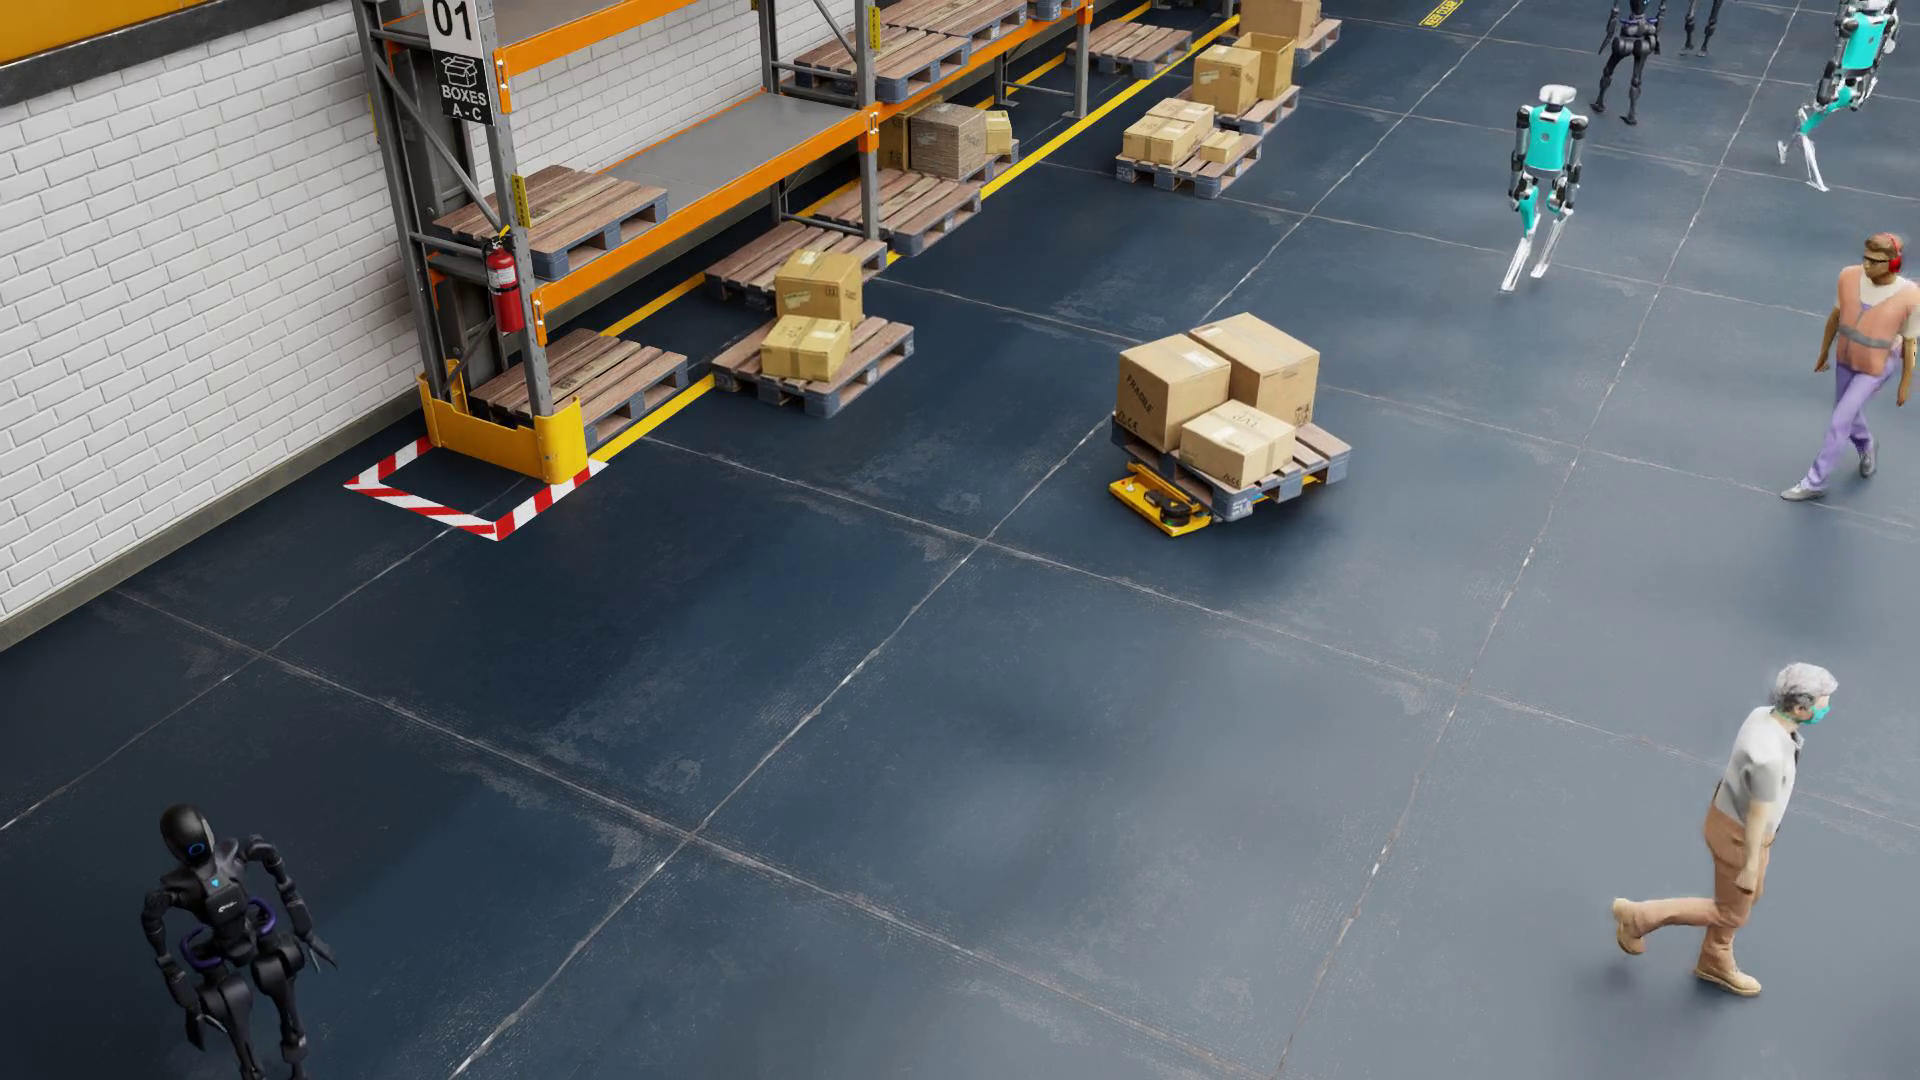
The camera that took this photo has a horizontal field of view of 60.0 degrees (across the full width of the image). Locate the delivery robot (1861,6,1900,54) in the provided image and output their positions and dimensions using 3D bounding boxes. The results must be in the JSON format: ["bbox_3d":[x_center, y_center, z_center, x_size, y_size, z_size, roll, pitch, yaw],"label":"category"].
[{"bbox_3d":[10.313,-5.823,18.687,0.520,0.582,0.749,15,36,21],"label":"delivery robot"}]

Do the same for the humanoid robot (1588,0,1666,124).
[{"bbox_3d":[6.653,-5.002,16.454,0.608,1.629,0.646,-3,34,-5],"label":"humanoid robot"}]

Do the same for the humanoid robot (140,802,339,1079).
[{"bbox_3d":[-2.708,1.648,6.377,0.394,1.653,0.595,27,42,35],"label":"humanoid robot"}]

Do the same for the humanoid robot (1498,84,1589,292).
[{"bbox_3d":[4.576,-2.740,12.950,0.538,1.729,1.001,22,39,29],"label":"humanoid robot"}]

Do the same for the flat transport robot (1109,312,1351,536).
[{"bbox_3d":[1.737,-0.439,10.812,1.431,0.231,0.659,-20,38,-27],"label":"flat transport robot"}]

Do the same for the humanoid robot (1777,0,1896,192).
[{"bbox_3d":[7.802,-4.143,15.100,0.533,1.769,0.942,-10,35,-15],"label":"humanoid robot"}]

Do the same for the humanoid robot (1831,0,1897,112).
[{"bbox_3d":[9.221,-5.253,16.780,0.983,1.760,0.543,-27,42,-35],"label":"humanoid robot"}]

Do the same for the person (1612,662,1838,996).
[{"bbox_3d":[3.235,1.215,6.988,0.582,1.722,0.493,18,37,25],"label":"person"}]

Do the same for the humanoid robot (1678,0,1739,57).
[{"bbox_3d":[8.186,-6.066,18.055,0.613,1.644,0.512,22,39,30],"label":"humanoid robot"}]

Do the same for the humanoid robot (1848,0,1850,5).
[{"bbox_3d":[9.965,-6.136,18.146,0.543,1.812,0.791,-17,37,-24],"label":"humanoid robot"}]

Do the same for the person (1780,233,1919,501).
[{"bbox_3d":[5.722,-1.114,10.457,0.848,1.795,0.605,-13,36,-19],"label":"person"}]
